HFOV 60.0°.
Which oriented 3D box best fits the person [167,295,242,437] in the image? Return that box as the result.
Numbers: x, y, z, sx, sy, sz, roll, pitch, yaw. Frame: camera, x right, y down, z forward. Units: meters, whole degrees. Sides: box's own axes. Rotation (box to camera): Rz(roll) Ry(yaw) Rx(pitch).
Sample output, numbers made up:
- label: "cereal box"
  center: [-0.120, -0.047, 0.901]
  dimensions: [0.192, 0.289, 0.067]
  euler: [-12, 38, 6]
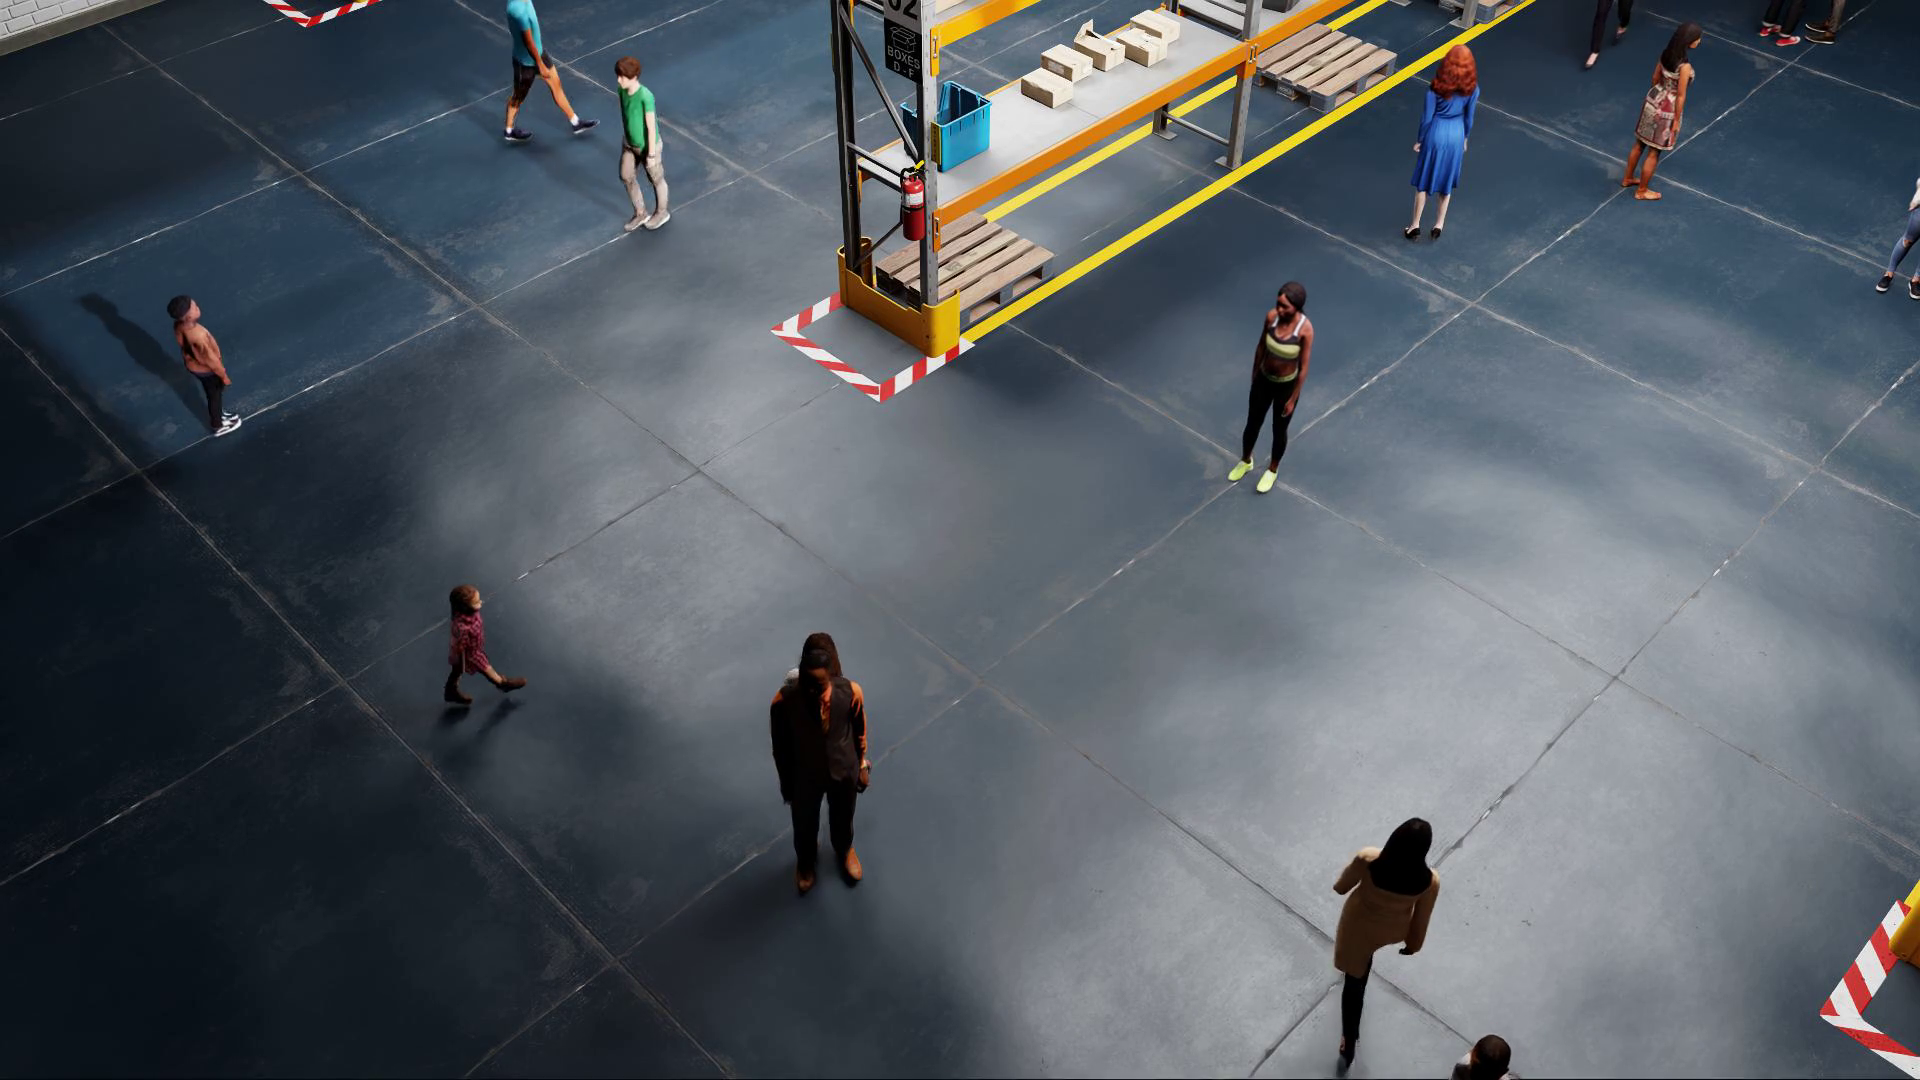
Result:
- label: "person"
  center: [-5.724, -1.274, 12.452]
  dimensions: [0.534, 1.245, 0.490]
  euler: [33, 52, 29]

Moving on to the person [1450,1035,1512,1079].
- label: "person"
  center: [2.471, 2.749, 8.098]
  dimensions: [0.734, 1.426, 1.059]
  euler: [24, 48, 23]

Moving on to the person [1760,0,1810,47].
- label: "person"
  center: [8.633, -5.938, 16.976]
  dimensions: [0.676, 1.759, 0.730]
  euler: [-23, 48, -23]

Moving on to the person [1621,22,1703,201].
- label: "person"
  center: [6.270, -3.843, 14.861]
  dimensions: [0.719, 1.643, 0.725]
  euler: [-9, 44, -10]

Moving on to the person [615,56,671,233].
- label: "person"
  center: [-2.705, -3.484, 14.483]
  dimensions: [0.649, 1.644, 0.714]
  euler: [28, 50, 26]

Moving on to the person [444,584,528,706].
- label: "person"
  center: [-3.182, 0.689, 10.576]
  dimensions: [0.794, 0.990, 0.669]
  euler: [-4, 44, -4]

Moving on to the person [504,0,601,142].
- label: "person"
  center: [-4.092, -4.458, 15.450]
  dimensions: [1.216, 1.721, 1.089]
  euler: [-4, 44, -5]

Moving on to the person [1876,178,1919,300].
- label: "person"
  center: [8.082, -2.776, 13.703]
  dimensions: [0.682, 1.695, 0.656]
  euler: [19, 47, 19]

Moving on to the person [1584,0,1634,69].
- label: "person"
  center: [6.663, -5.641, 16.654]
  dimensions: [0.724, 1.772, 1.099]
  euler: [27, 50, 25]

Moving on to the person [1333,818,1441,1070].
- label: "person"
  center: [2.145, 2.092, 8.644]
  dimensions: [1.026, 1.624, 1.210]
  euler: [9, 44, 9]

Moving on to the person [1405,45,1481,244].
- label: "person"
  center: [4.114, -3.360, 14.221]
  dimensions: [0.712, 1.826, 0.772]
  euler: [0, 44, 0]

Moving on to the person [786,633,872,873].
- label: "person"
  center: [-0.827, 1.256, 9.511]
  dimensions: [0.929, 1.638, 1.167]
  euler: [12, 45, 12]

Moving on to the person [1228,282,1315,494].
- label: "person"
  center: [2.312, -1.121, 11.926]
  dimensions: [0.609, 1.750, 0.614]
  euler: [28, 50, 26]

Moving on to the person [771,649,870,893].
- label: "person"
  center: [-0.771, 1.260, 9.313]
  dimensions: [0.741, 1.908, 0.850]
  euler: [-9, 44, -10]
